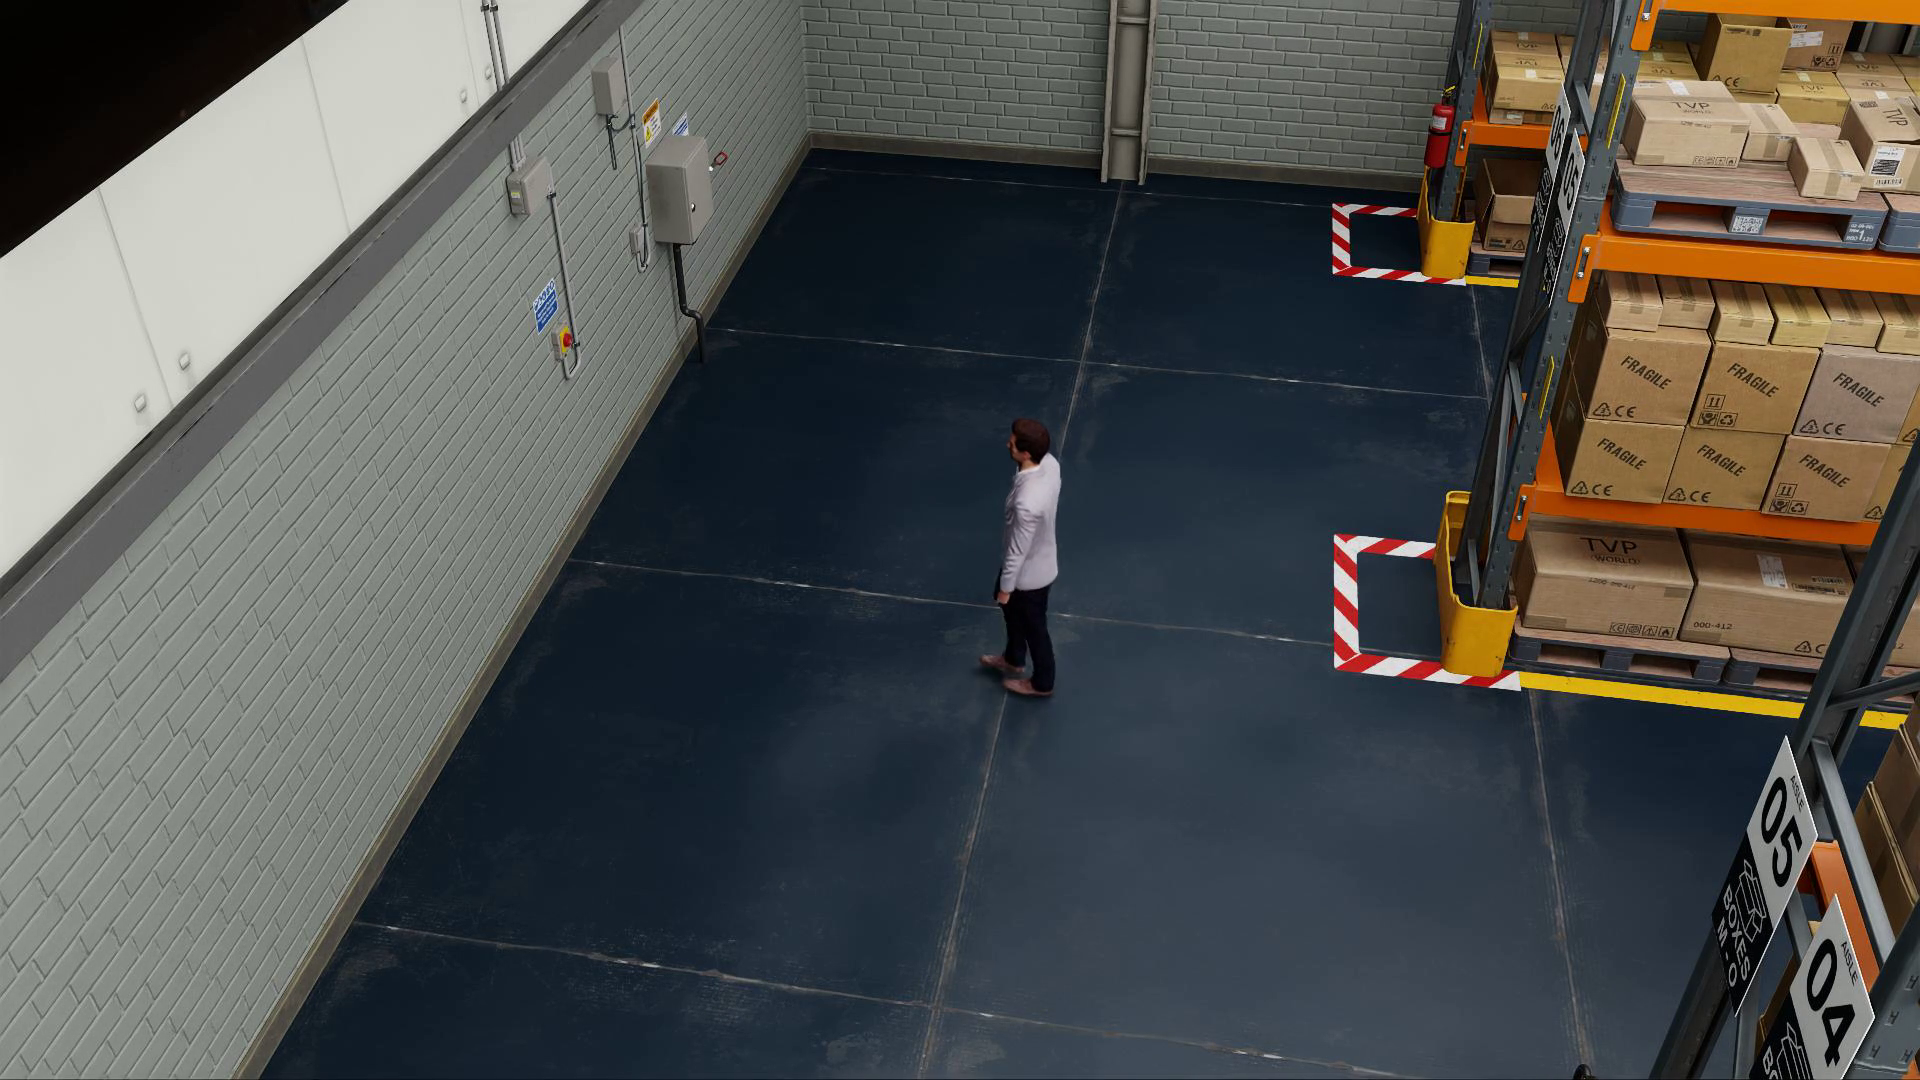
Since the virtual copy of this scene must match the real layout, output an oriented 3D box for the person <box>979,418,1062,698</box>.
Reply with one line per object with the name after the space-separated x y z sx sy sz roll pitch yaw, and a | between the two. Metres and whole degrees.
0.468 0.141 9.124 0.722 1.840 0.714 8 38 11 | person
